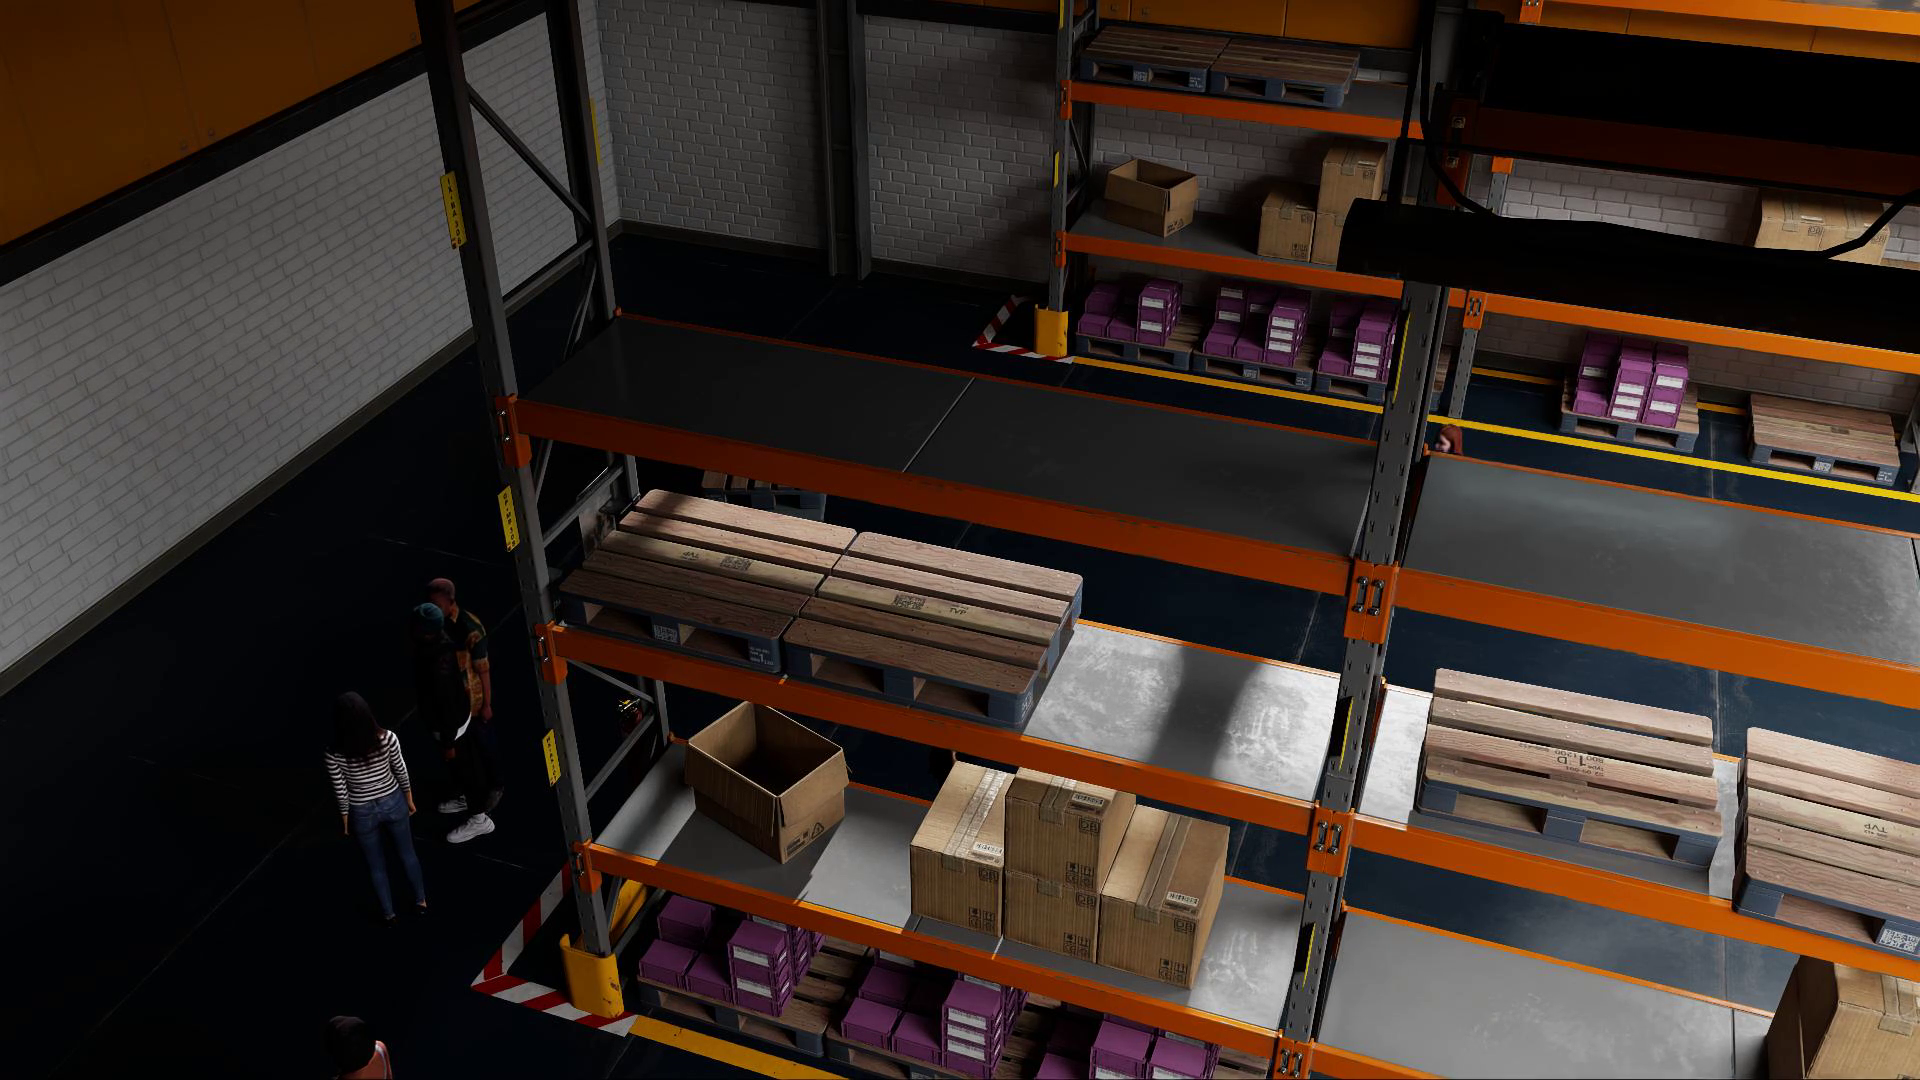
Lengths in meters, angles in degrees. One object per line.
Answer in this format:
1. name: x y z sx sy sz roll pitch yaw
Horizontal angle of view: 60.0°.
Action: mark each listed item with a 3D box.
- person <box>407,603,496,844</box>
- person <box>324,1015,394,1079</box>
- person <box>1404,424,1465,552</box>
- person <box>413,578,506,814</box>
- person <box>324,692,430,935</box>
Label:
1. person: -3.293 1.147 10.710 0.805 1.818 0.764 -11 35 -16
2. person: -2.864 2.931 8.136 0.505 1.696 0.577 12 36 18
3. person: 3.711 -0.119 12.727 1.149 1.694 1.091 -15 36 -21
4. person: -3.281 0.997 10.945 0.581 1.807 0.743 10 35 15
5. person: -3.493 1.645 9.980 0.636 1.797 0.676 -18 38 -25
